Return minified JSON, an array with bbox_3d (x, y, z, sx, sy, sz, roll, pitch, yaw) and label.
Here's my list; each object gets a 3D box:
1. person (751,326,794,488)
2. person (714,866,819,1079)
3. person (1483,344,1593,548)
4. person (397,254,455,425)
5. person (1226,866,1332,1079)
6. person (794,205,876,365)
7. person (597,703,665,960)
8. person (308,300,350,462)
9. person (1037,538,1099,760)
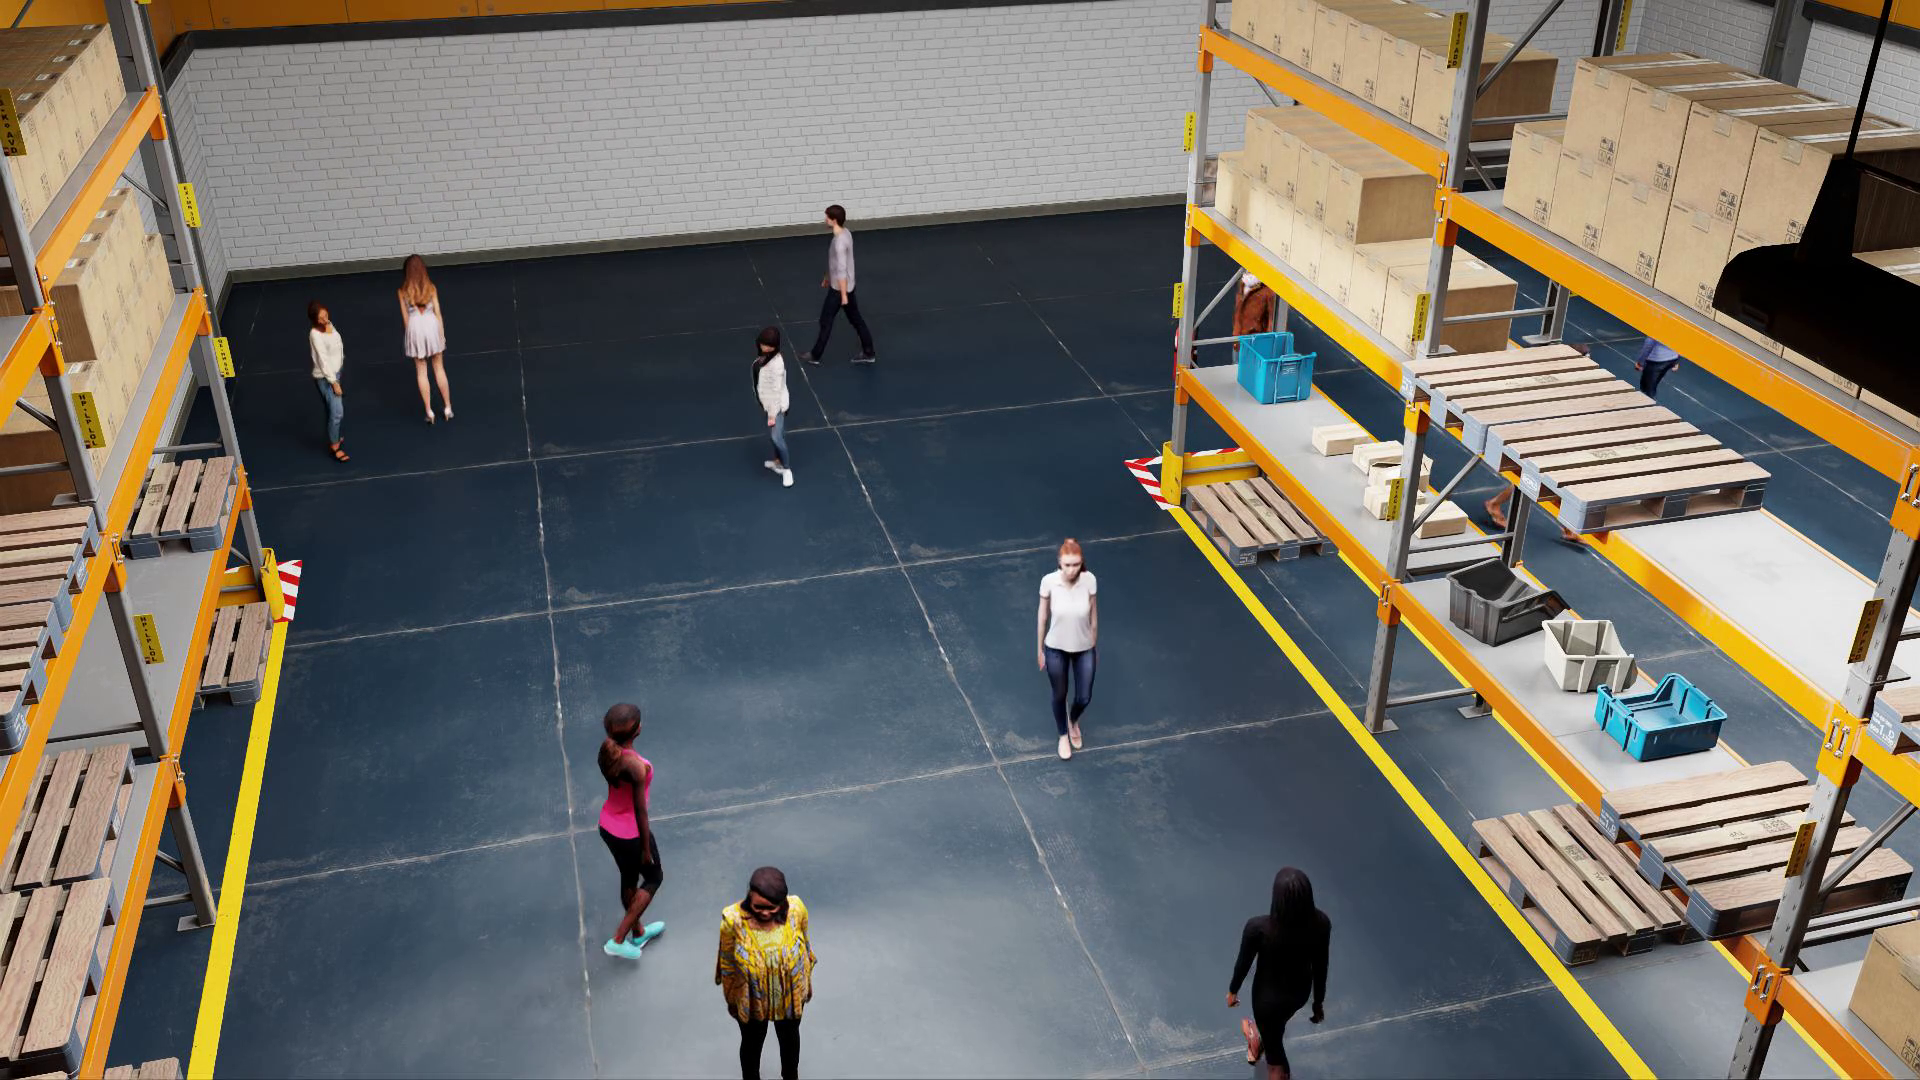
[{"bbox_3d":[-1.760,-1.326,15.662,0.824,1.607,0.556,-5,29,-9],"label":"person"},{"bbox_3d":[-1.015,2.381,8.822,0.748,1.649,0.782,-11,31,-20],"label":"person"},{"bbox_3d":[5.119,-0.854,14.554,1.016,1.840,1.298,-23,36,-36],"label":"person"},{"bbox_3d":[-5.394,-2.021,16.768,0.591,1.768,0.609,-11,31,-20],"label":"person"},{"bbox_3d":[1.701,2.468,8.632,0.639,1.679,1.114,-6,29,-11],"label":"person"},{"bbox_3d":[-1.185,-2.729,18.029,1.006,1.804,1.147,3,29,6],"label":"person"},{"bbox_3d":[-2.048,1.776,9.871,0.845,1.706,0.812,-25,37,-38],"label":"person"},{"bbox_3d":[-6.140,-1.594,16.109,0.814,1.650,0.495,-11,31,-20],"label":"person"},{"bbox_3d":[0.765,0.730,11.764,0.662,1.731,0.670,0,29,-1],"label":"person"}]
